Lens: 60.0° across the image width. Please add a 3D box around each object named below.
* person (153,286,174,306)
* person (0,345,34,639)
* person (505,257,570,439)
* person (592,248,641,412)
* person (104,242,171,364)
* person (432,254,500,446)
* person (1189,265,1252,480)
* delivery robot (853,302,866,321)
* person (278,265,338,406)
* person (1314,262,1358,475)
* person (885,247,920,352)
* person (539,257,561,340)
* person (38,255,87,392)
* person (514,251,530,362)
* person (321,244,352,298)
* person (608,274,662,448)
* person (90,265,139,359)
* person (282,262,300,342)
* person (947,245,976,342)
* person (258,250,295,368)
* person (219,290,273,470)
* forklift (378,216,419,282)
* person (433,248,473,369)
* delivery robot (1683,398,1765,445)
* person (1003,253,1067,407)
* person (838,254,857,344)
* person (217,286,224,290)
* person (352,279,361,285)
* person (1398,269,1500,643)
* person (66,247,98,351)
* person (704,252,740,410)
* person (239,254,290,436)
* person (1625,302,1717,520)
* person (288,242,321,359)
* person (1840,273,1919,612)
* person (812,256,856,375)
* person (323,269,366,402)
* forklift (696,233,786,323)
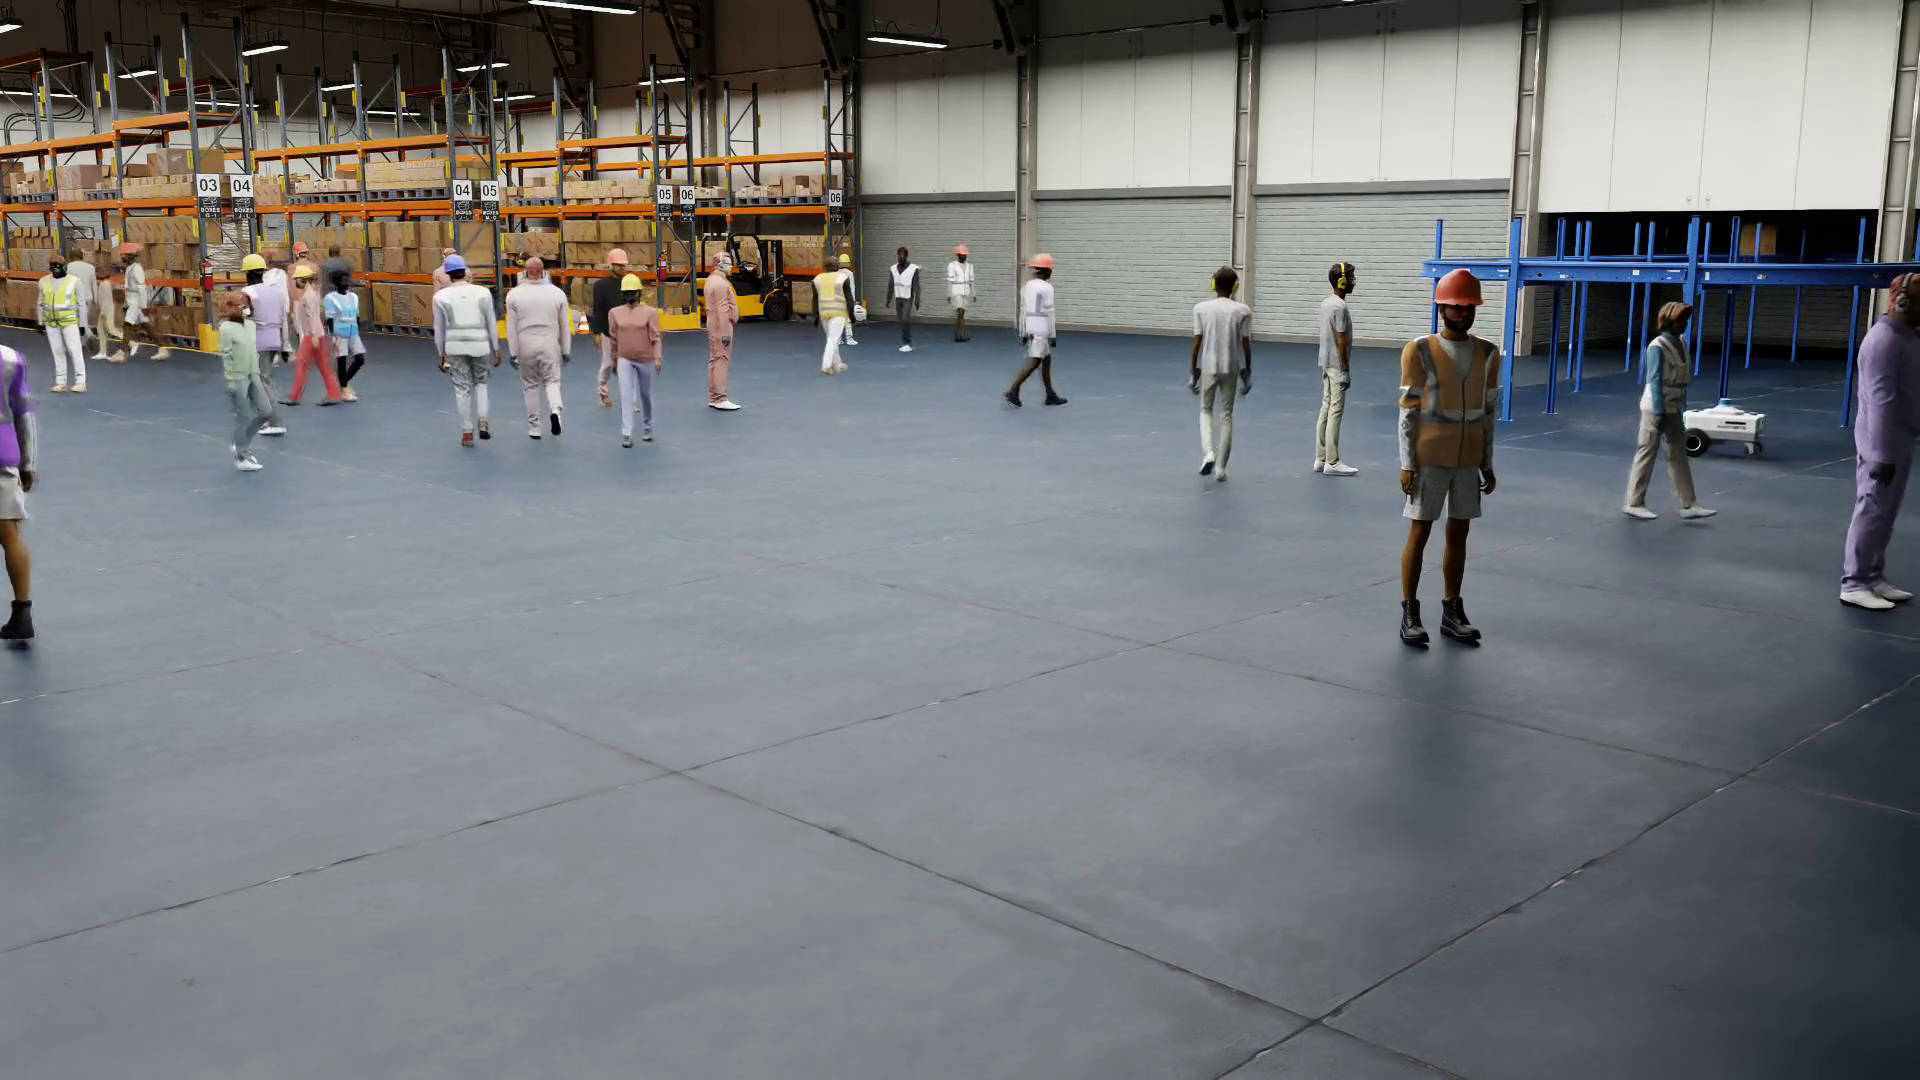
[{"bbox_3d":[-20.512,-6.680,42.864,0.598,1.896,0.898,-7,13,-34],"label":"person"},{"bbox_3d":[-5.178,-0.425,8.769,1.019,1.887,0.561,10,14,44],"label":"person"},{"bbox_3d":[-4.377,-1.986,17.281,0.645,1.889,0.576,-4,11,-20],"label":"person"},{"bbox_3d":[-4.204,-2.568,20.271,0.638,1.965,0.970,-6,12,-30],"label":"person"},{"bbox_3d":[-13.784,-3.965,27.798,1.042,1.992,0.629,-7,13,-34],"label":"person"},{"bbox_3d":[-5.007,-1.924,16.860,0.629,1.913,0.528,-4,11,-22],"label":"person"},{"bbox_3d":[2.275,-1.452,14.454,0.540,1.854,0.377,2,11,9],"label":"person"},{"bbox_3d":[-2.414,-5.342,39.070,0.477,0.478,0.707,-2,11,-11],"label":"delivery robot"},{"bbox_3d":[-8.145,-2.513,20.565,0.821,1.724,0.535,-3,11,-15],"label":"person"},{"bbox_3d":[3.370,-1.529,14.834,0.324,1.871,0.526,-1,10,-8],"label":"person"},{"bbox_3d":[-1.069,-4.376,30.311,0.594,1.893,0.677,7,13,34],"label":"person"},{"bbox_3d":[-8.472,-4.853,33.514,0.847,1.649,0.557,-4,11,-19],"label":"person"},{"bbox_3d":[-12.173,-2.932,22.578,0.630,1.842,0.429,0,10,1],"label":"person"},{"bbox_3d":[-7.112,-3.844,27.536,0.725,1.851,0.517,4,11,19],"label":"person"},{"bbox_3d":[-13.238,-5.325,35.418,0.718,1.921,0.631,9,14,42],"label":"person"},{"bbox_3d":[-3.295,-1.843,16.941,0.534,1.724,0.890,0,10,-2],"label":"person"},{"bbox_3d":[-14.593,-3.921,28.584,0.692,1.610,0.502,-7,13,-35],"label":"person"},{"bbox_3d":[-12.577,-4.457,31.477,0.550,1.611,0.612,-2,11,-12],"label":"person"},{"bbox_3d":[0.101,-4.882,33.009,0.570,1.905,0.875,-7,12,-33],"label":"person"},{"bbox_3d":[-11.004,-3.700,26.661,0.611,1.870,0.473,3,11,14],"label":"person"},{"bbox_3d":[-6.448,-1.438,15.020,0.345,1.617,0.519,2,11,12],"label":"person"},{"bbox_3d":[-17.868,-9.201,54.028,1.873,2.768,1.129,-10,14,-44],"label":"forklift"},{"bbox_3d":[-8.084,-3.696,26.543,0.637,1.911,0.403,-6,12,-31],"label":"person"},{"bbox_3d":[7.380,-1.125,16.076,0.707,0.478,0.477,6,12,29],"label":"delivery robot"},{"bbox_3d":[0.928,-2.605,20.646,0.944,1.905,0.556,-5,12,-27],"label":"person"},{"bbox_3d":[-2.247,-4.685,32.390,0.485,1.744,0.294,6,12,28],"label":"person"},{"bbox_3d":[-20.753,-7.299,46.397,0.983,1.836,0.660,0,10,1],"label":"person"},{"bbox_3d":[-15.167,-6.371,41.374,0.434,1.817,0.606,10,14,44],"label":"person"},{"bbox_3d":[2.541,-0.427,8.639,0.542,1.938,0.357,-2,11,-11],"label":"person"},{"bbox_3d":[-16.007,-4.388,30.332,0.868,1.912,0.634,7,13,34],"label":"person"},{"bbox_3d":[-2.896,-2.553,20.319,0.402,1.906,0.652,-4,11,-19],"label":"person"},{"bbox_3d":[-7.486,-2.068,17.666,0.667,1.906,0.604,3,11,18],"label":"person"},{"bbox_3d":[5.270,-0.940,12.305,0.539,1.622,0.549,-9,14,-41],"label":"person"},{"bbox_3d":[-11.307,-4.135,28.695,0.375,1.997,0.612,6,12,31],"label":"person"},{"bbox_3d":[5.331,-0.567,9.501,0.399,1.904,0.671,8,13,39],"label":"person"},{"bbox_3d":[-1.951,-3.437,25.461,0.621,1.801,0.970,5,11,25],"label":"person"},{"bbox_3d":[-7.846,-2.609,21.215,0.363,1.680,0.542,7,12,32],"label":"person"},{"bbox_3d":[-5.496,-6.489,41.108,2.313,2.155,1.214,-10,14,-44],"label":"forklift"}]
